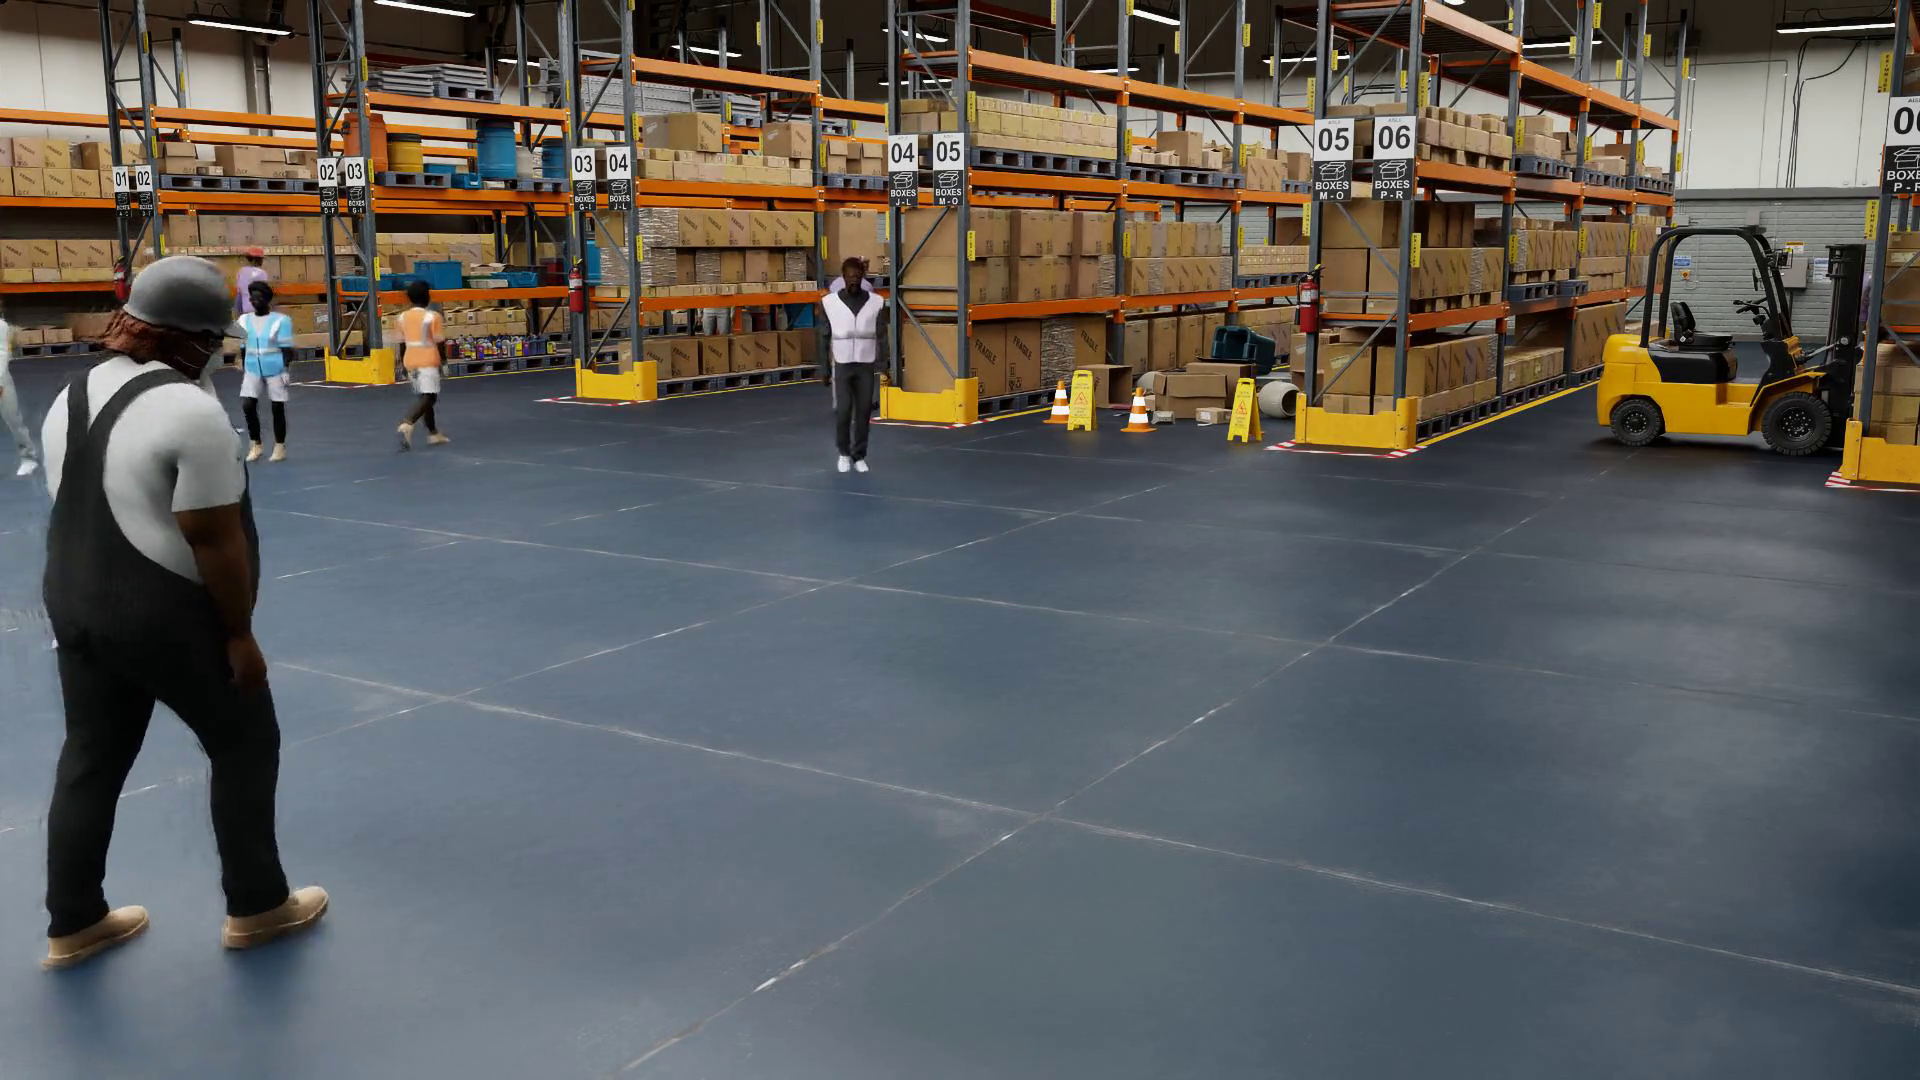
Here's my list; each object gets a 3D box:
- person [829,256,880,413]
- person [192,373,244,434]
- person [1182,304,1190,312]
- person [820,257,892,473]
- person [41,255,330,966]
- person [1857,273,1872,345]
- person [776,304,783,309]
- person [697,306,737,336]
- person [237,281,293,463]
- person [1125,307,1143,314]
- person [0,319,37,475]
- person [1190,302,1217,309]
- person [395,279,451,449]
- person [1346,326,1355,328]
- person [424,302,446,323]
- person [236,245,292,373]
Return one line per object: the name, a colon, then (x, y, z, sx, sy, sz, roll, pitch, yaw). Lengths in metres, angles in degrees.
person: (-1.252, -2.454, 19.910, 0.679, 1.861, 0.884, 5, 11, 25)
person: (-7.953, -1.848, 17.292, 0.847, 1.594, 0.529, -9, 13, -41)
person: (4.638, -4.800, 32.711, 0.612, 1.991, 0.392, 2, 10, 10)
person: (-0.917, -1.527, 14.646, 0.605, 1.900, 0.524, -3, 10, -15)
person: (-2.219, 0.180, 4.684, 0.702, 2.000, 0.677, 5, 11, 25)
person: (12.791, -3.177, 23.835, 0.585, 1.919, 0.388, 5, 11, 28)
person: (-4.279, -5.816, 38.517, 0.631, 1.951, 0.659, 6, 12, 29)
person: (-3.692, -3.442, 25.298, 0.623, 1.932, 0.370, 0, 10, 2)
person: (-6.375, -1.528, 15.248, 0.536, 1.680, 0.522, 0, 10, 0)
person: (2.795, -3.905, 27.594, 0.646, 2.026, 0.478, 7, 12, 35)
person: (-8.309, -1.355, 14.253, 0.487, 1.698, 0.919, 0, 10, 3)
person: (4.279, -4.120, 29.101, 0.572, 1.914, 0.595, 7, 12, 33)
person: (-5.345, -1.732, 16.423, 0.533, 1.676, 0.767, 5, 11, 27)
person: (6.184, -3.494, 25.606, 0.553, 1.914, 0.493, 10, 14, 43)
person: (-9.064, -3.803, 28.244, 0.501, 1.596, 0.837, 5, 11, 25)
person: (-11.096, -3.653, 26.313, 0.632, 1.980, 1.062, 7, 12, 34)
